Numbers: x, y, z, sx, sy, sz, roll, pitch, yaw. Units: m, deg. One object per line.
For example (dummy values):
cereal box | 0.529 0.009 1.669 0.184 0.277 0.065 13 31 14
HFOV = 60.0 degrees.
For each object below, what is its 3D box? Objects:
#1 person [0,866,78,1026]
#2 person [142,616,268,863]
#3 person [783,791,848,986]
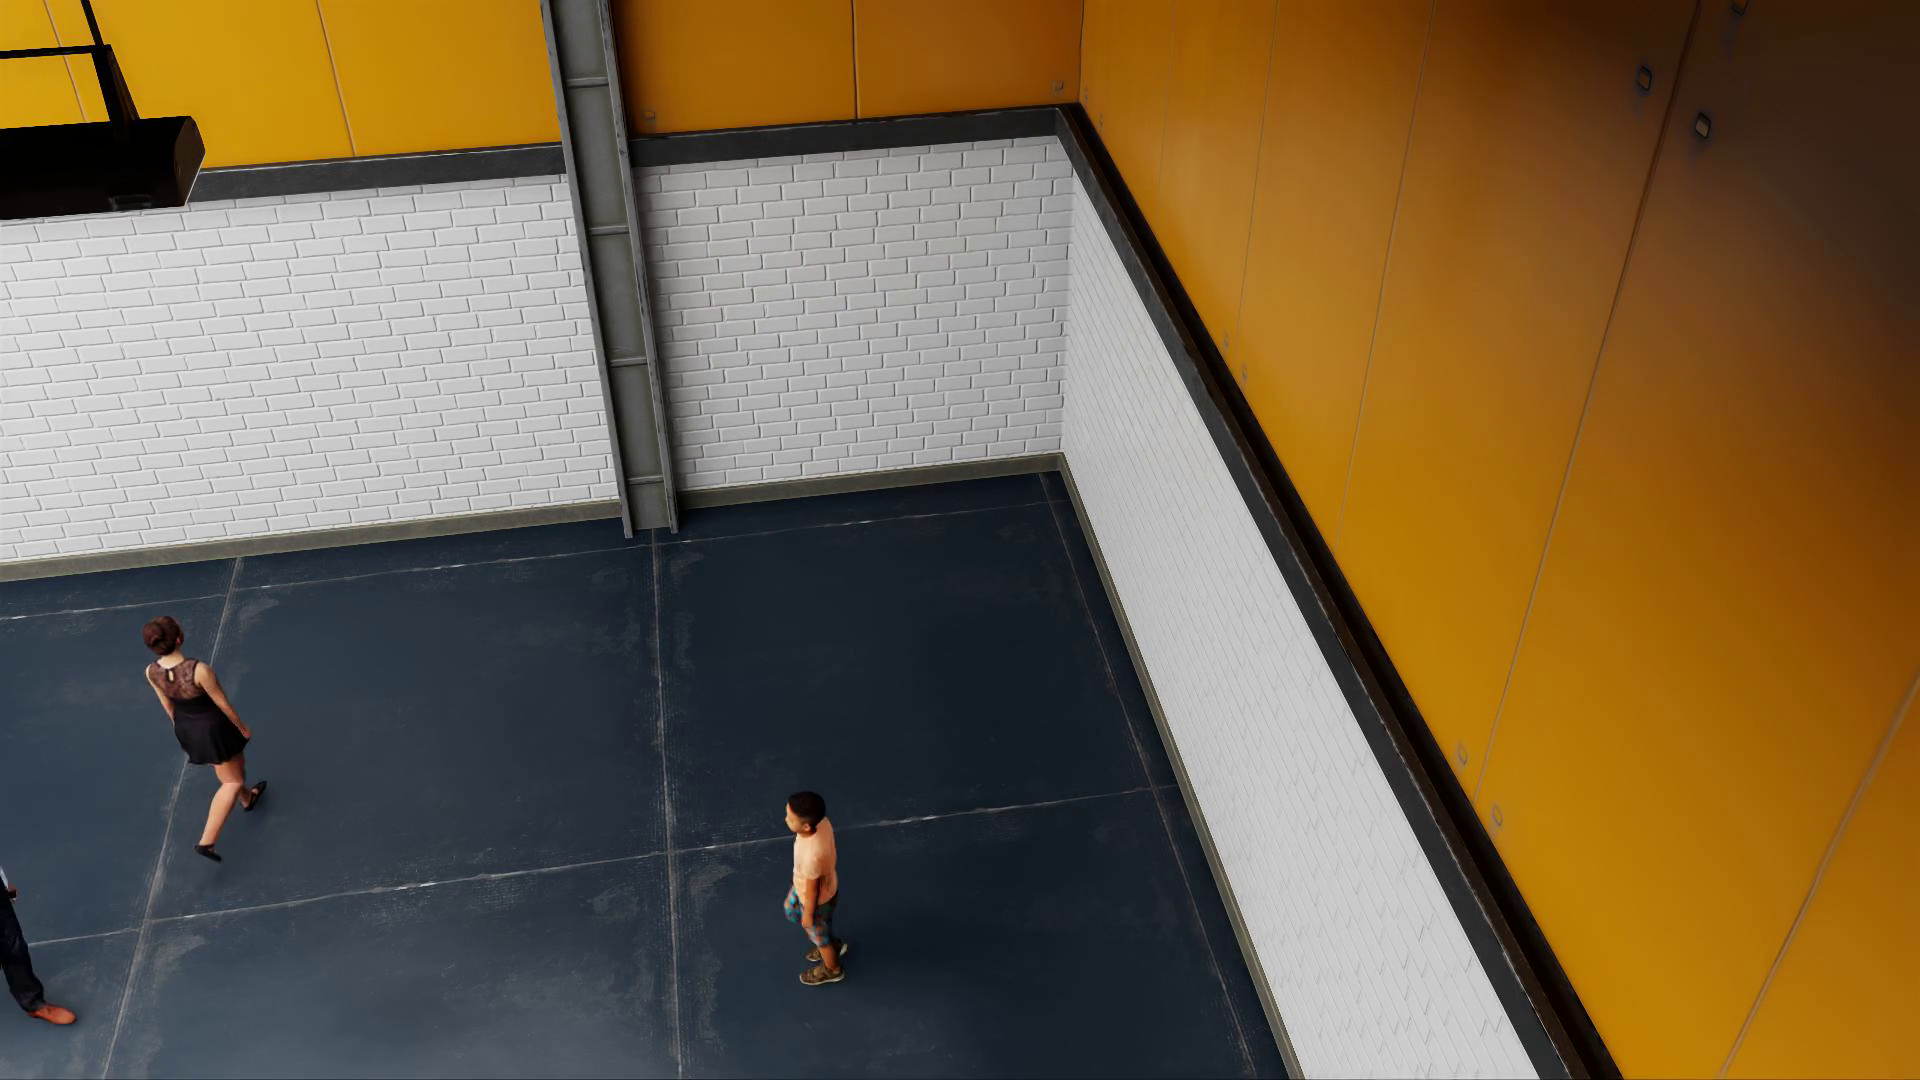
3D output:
person | -5.155 1.883 8.561 1.076 1.776 0.911 11 40 14
person | -4.373 1.143 9.583 1.003 1.658 0.892 8 39 10
person | -0.697 1.848 8.866 0.568 1.451 0.563 -3 39 -3
